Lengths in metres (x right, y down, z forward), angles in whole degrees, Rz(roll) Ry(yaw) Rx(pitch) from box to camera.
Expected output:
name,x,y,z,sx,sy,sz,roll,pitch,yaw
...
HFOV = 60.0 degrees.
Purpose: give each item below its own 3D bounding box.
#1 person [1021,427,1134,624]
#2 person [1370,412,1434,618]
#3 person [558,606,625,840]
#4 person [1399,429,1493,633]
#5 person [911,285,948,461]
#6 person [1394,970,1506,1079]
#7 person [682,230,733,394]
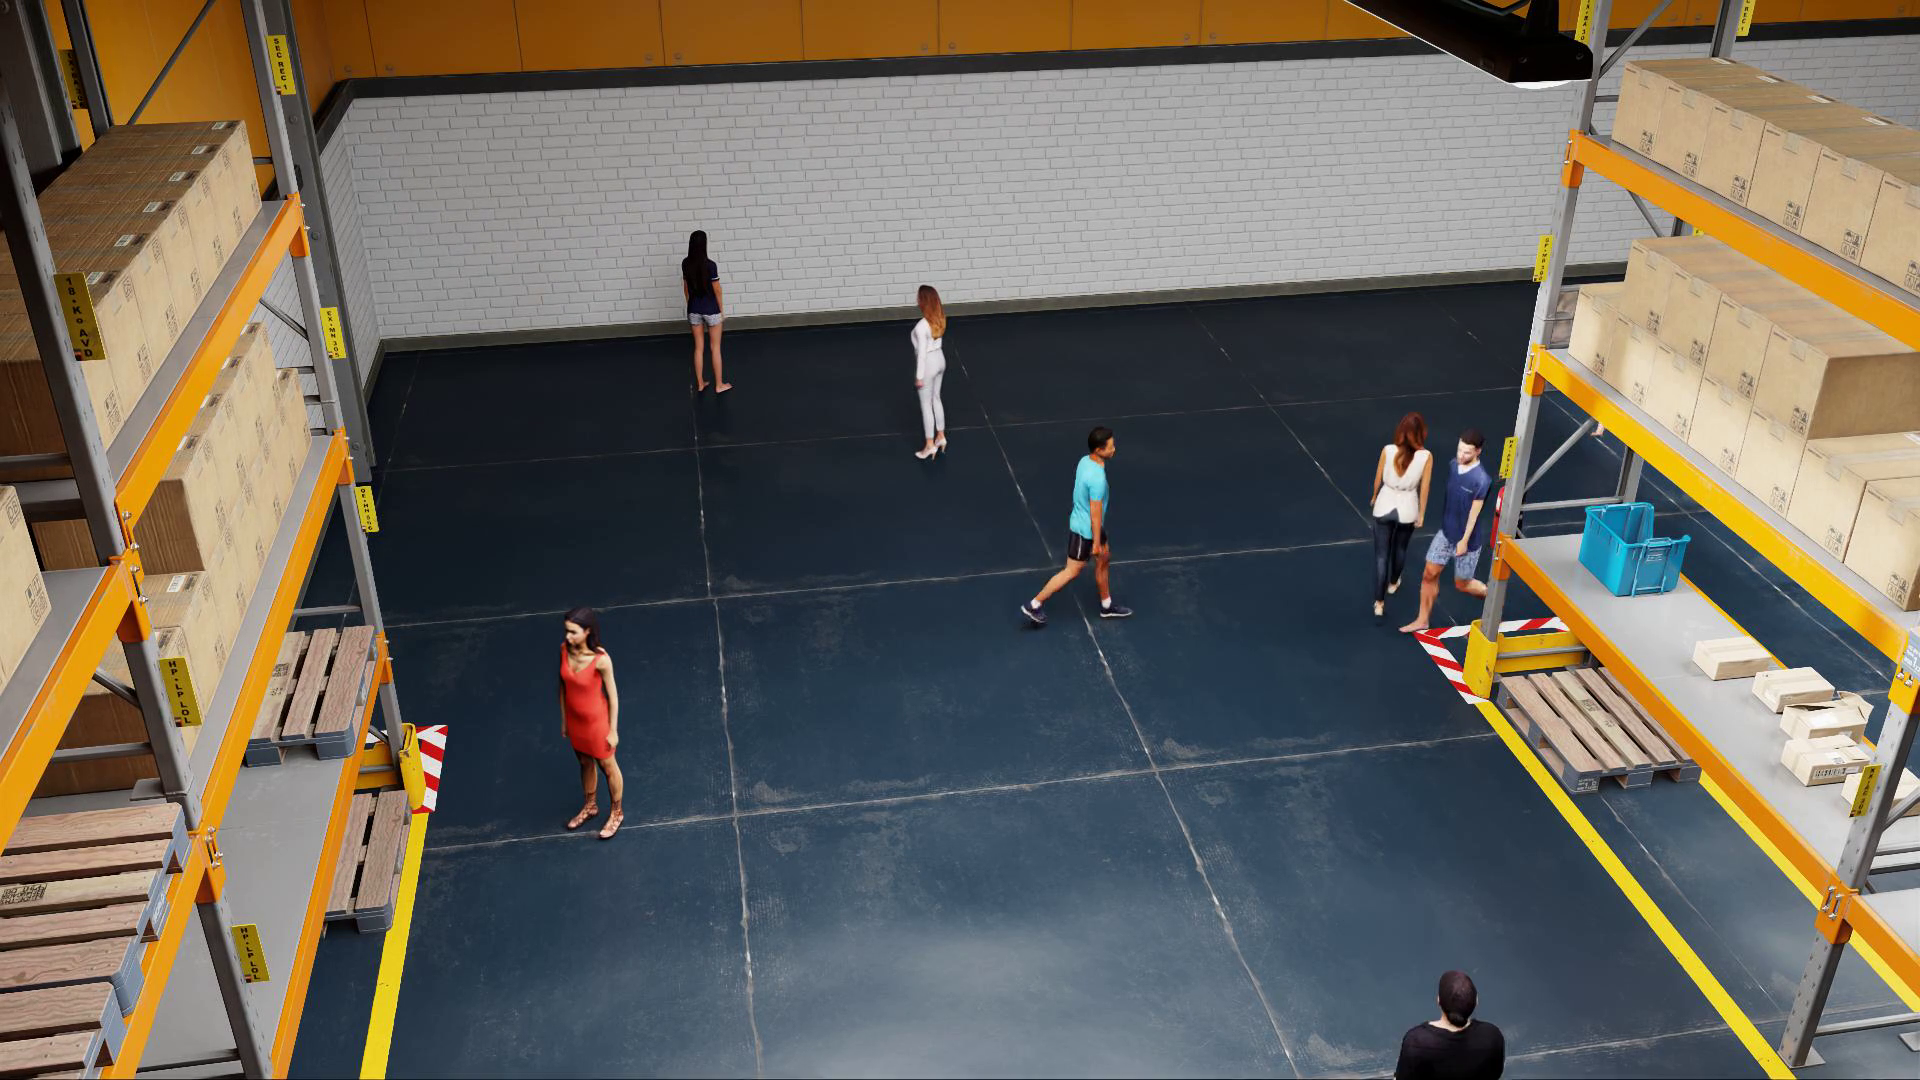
name,x,y,z,sx,sy,sz,roll,pitch,yaw
person,0.910,-0.069,13.284,0.818,1.732,1.136,-3,29,-5
person,3.515,-0.182,13.464,0.865,1.759,1.087,7,29,12
person,-2.437,1.187,10.996,0.674,1.718,0.710,13,31,23
person,4.032,-0.042,13.154,0.817,1.810,1.072,-11,31,-19
person,-0.285,-1.621,16.093,0.731,1.768,0.649,14,32,25
person,2.325,2.827,7.959,0.723,1.747,0.874,-1,29,-1
person,-2.695,-2.401,17.522,0.653,1.767,0.664,9,30,16
